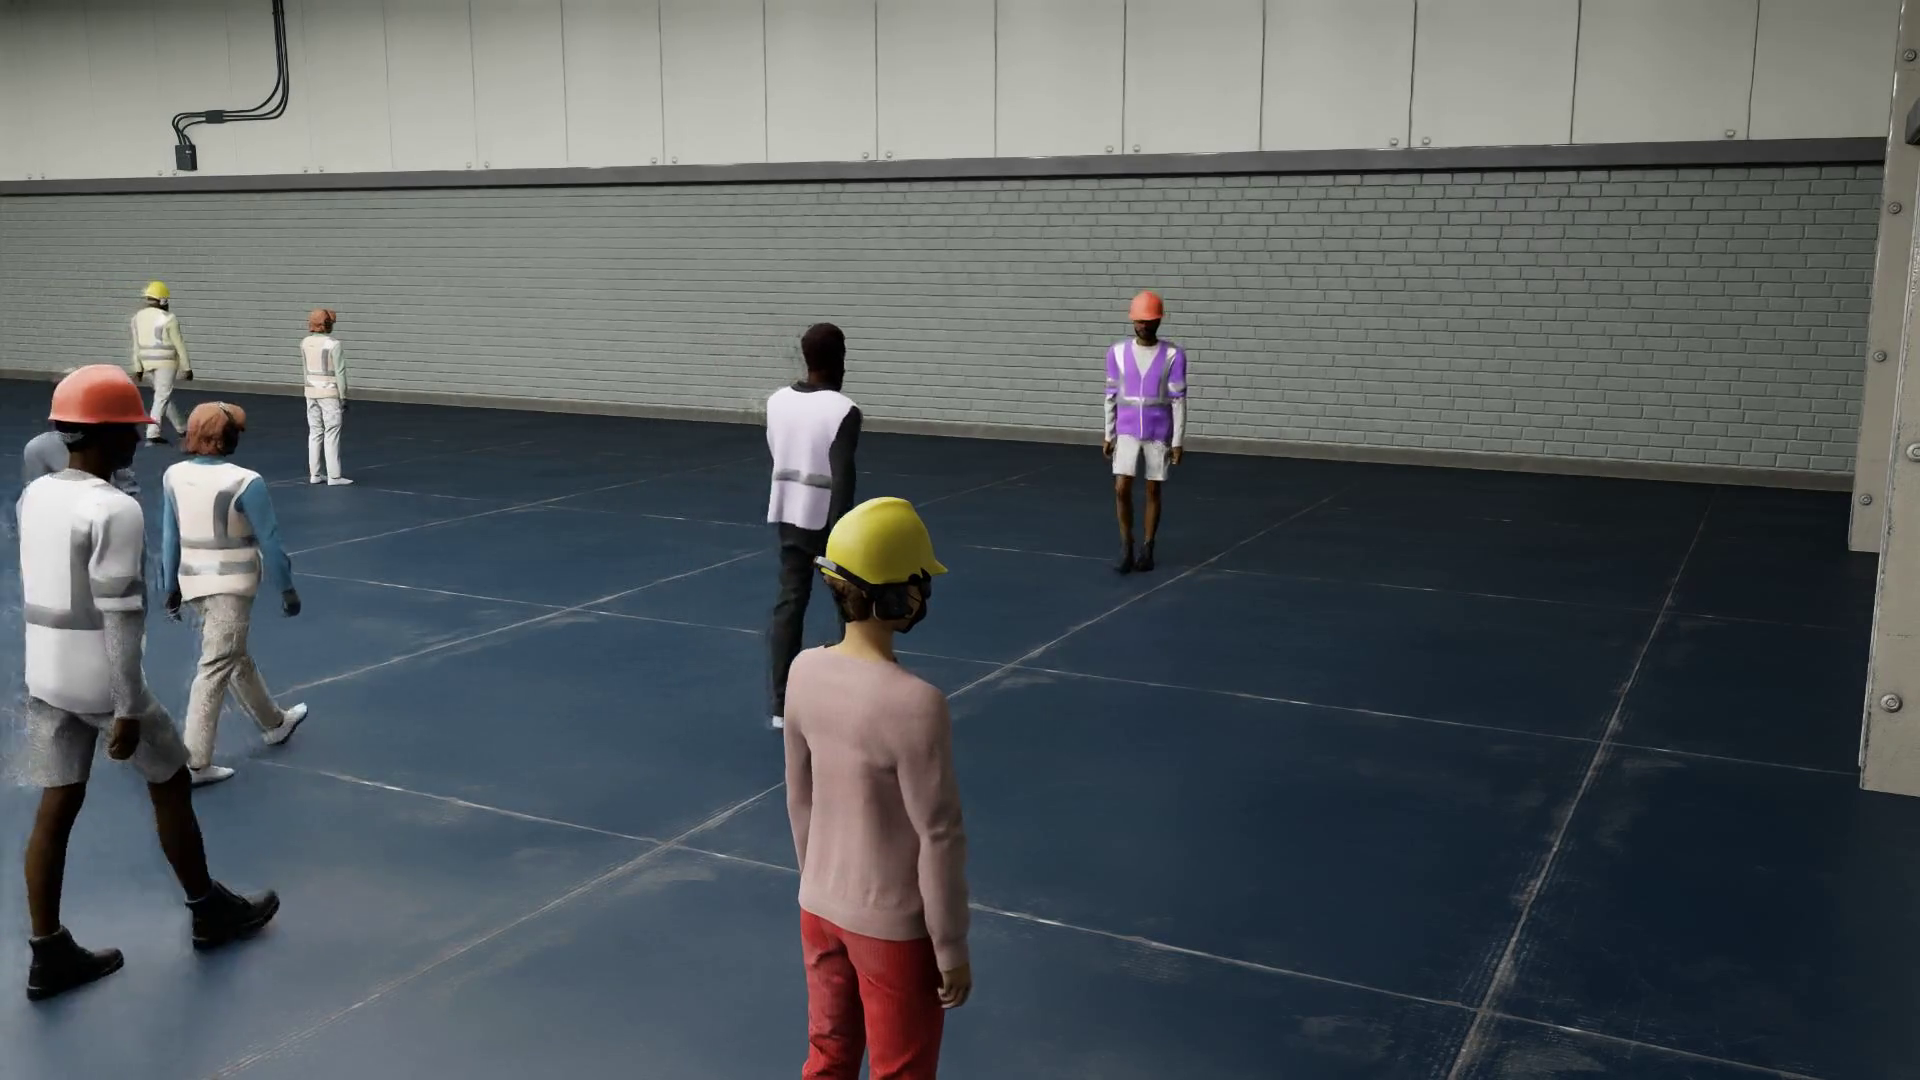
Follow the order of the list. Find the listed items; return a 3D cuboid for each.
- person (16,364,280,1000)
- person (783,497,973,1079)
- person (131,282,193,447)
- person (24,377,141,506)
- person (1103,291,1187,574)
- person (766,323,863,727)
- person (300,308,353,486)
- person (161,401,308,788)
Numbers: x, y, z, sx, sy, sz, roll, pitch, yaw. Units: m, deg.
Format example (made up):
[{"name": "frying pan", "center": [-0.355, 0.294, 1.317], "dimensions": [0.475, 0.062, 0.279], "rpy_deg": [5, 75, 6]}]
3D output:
[{"name": "person", "center": [-2.597, 0.408, 5.187], "dimensions": [0.566, 1.896, 0.881], "rpy_deg": [6, 12, 28]}, {"name": "person", "center": [-0.165, 0.787, 3.503], "dimensions": [0.309, 1.769, 0.524], "rpy_deg": [-9, 14, -41]}, {"name": "person", "center": [-8.765, -1.945, 18.367], "dimensions": [0.606, 1.781, 0.907], "rpy_deg": [4, 11, 22]}, {"name": "person", "center": [-4.299, 0.002, 8.198], "dimensions": [0.385, 1.615, 0.496], "rpy_deg": [8, 13, 37]}, {"name": "person", "center": [1.230, -0.707, 11.230], "dimensions": [0.580, 1.914, 0.682], "rpy_deg": [3, 11, 14]}, {"name": "person", "center": [-0.609, -0.085, 7.945], "dimensions": [0.598, 1.883, 0.879], "rpy_deg": [8, 13, 36]}, {"name": "person", "center": [-5.841, -1.309, 15.306], "dimensions": [0.509, 1.629, 0.314], "rpy_deg": [5, 12, 27]}, {"name": "person", "center": [-3.081, 0.205, 7.119], "dimensions": [0.543, 1.589, 0.849], "rpy_deg": [5, 11, 24]}]
